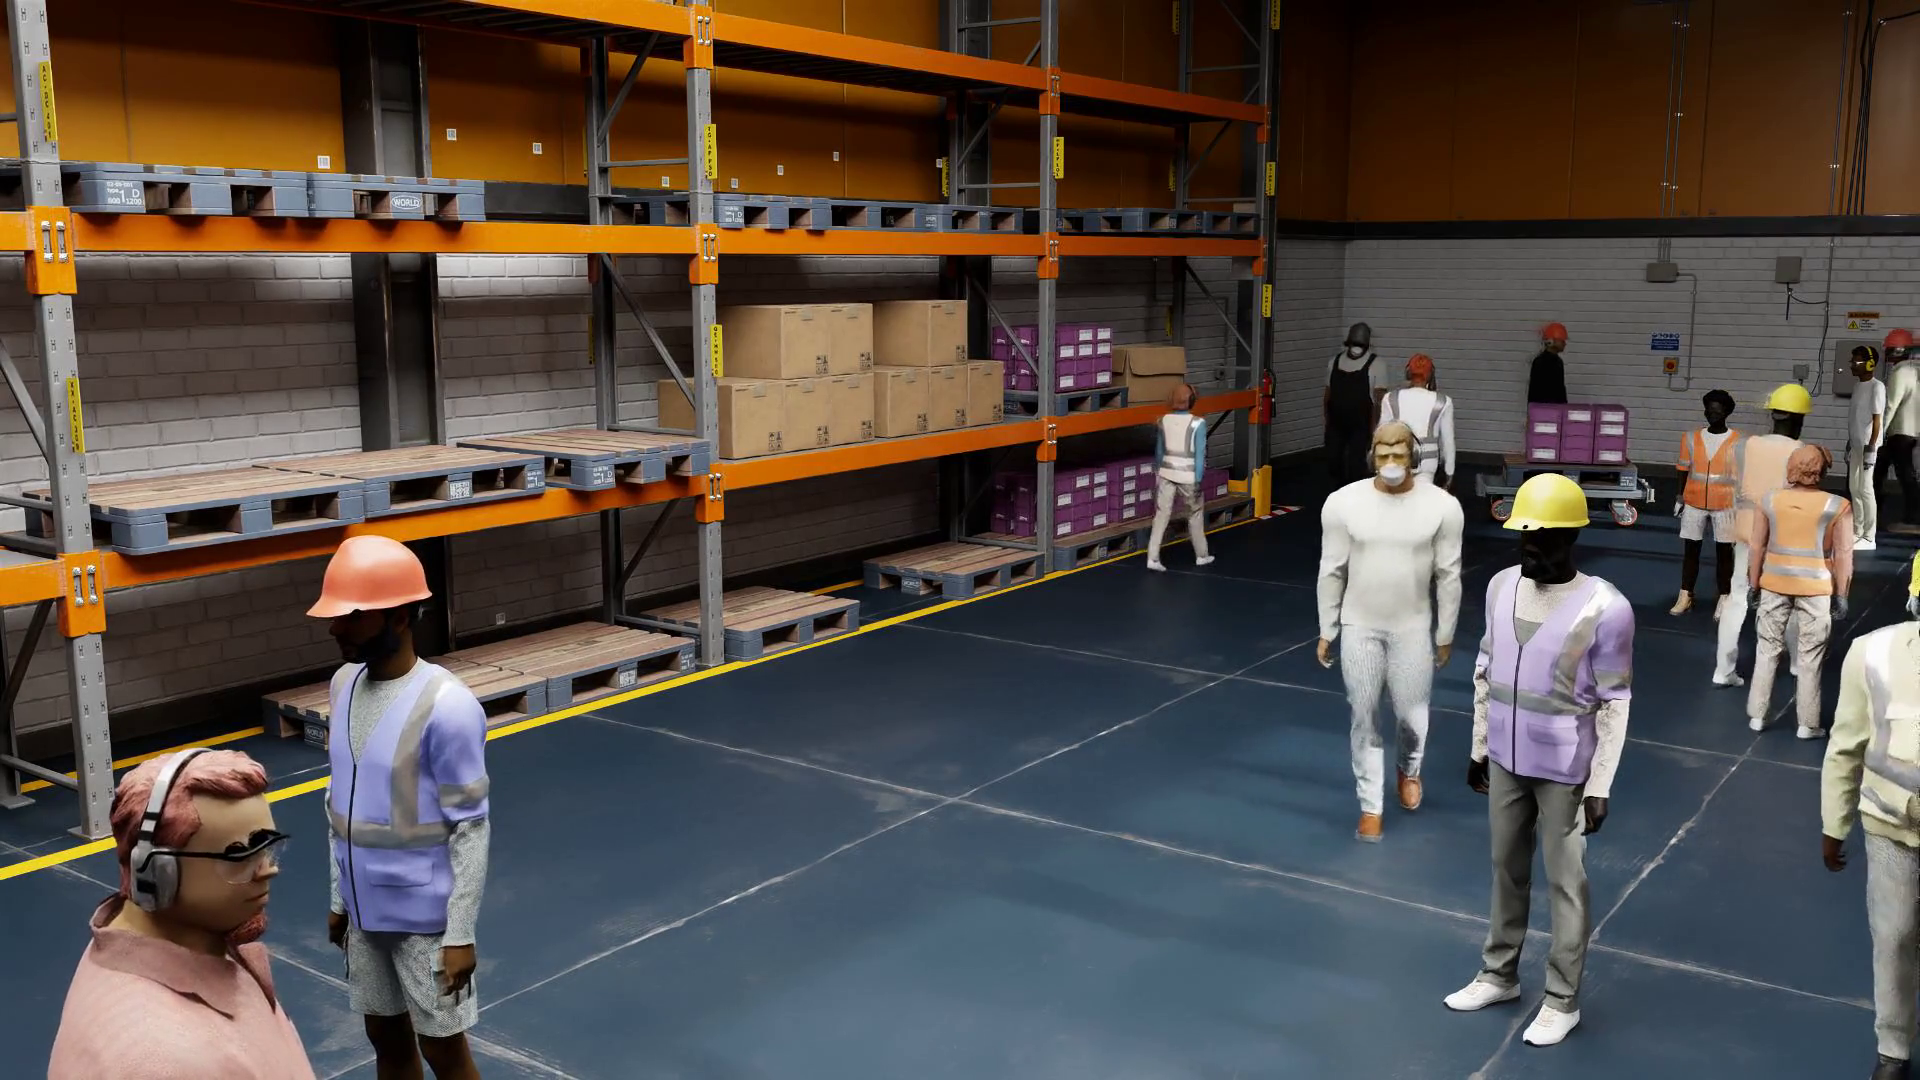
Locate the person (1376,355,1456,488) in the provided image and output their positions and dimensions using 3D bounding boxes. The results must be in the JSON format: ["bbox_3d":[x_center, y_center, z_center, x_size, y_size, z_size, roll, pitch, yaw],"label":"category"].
[{"bbox_3d":[3.788,-0.605,13.790,0.615,1.851,0.873,4,10,20],"label":"person"}]

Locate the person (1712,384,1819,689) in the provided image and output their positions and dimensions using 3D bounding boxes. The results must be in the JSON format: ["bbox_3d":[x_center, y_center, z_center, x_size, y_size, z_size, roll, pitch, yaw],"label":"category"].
[{"bbox_3d":[5.037,-0.025,10.288,0.993,1.875,0.589,-7,12,-38],"label":"person"}]

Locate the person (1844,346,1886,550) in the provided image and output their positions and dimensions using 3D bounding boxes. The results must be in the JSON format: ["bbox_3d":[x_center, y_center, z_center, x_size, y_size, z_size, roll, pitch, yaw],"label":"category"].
[{"bbox_3d":[8.228,-0.838,15.181,0.323,1.862,0.511,1,10,5],"label":"person"}]

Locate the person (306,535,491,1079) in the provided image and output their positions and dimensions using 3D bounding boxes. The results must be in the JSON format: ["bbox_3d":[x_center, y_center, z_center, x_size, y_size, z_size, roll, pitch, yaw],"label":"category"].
[{"bbox_3d":[-1.467,0.943,4.328,0.552,1.937,0.356,6,11,33],"label":"person"}]

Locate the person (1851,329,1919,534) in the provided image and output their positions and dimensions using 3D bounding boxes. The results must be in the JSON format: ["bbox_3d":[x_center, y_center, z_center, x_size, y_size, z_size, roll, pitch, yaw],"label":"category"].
[{"bbox_3d":[8.939,-1.053,16.137,0.933,1.955,0.652,7,12,37],"label":"person"}]

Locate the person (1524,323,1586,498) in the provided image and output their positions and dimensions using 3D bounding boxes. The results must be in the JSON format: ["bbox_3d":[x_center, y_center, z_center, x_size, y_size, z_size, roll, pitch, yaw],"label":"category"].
[{"bbox_3d":[6.510,-1.380,18.130,0.990,1.942,0.647,7,12,38],"label":"person"}]

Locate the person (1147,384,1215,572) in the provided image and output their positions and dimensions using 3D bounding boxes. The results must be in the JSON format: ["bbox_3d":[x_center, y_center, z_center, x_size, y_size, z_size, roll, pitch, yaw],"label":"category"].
[{"bbox_3d":[1.860,-0.527,14.102,0.532,1.592,0.856,8,12,40],"label":"person"}]

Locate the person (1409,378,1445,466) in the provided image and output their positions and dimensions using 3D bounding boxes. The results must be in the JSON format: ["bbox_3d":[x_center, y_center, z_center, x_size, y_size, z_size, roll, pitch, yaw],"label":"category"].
[{"bbox_3d":[4.386,-0.846,15.884,0.515,1.627,0.287,4,10,20],"label":"person"}]

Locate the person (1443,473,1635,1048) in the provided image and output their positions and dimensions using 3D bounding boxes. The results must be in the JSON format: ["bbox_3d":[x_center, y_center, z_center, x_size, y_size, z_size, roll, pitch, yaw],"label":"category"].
[{"bbox_3d":[1.958,0.731,5.620,0.366,1.928,0.584,-6,11,-32],"label":"person"}]

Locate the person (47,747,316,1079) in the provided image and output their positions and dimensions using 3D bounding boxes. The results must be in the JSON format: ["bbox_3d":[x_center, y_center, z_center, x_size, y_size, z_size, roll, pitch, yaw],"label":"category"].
[{"bbox_3d":[-1.148,1.251,2.599,0.399,1.905,0.642,-4,10,-23],"label":"person"}]

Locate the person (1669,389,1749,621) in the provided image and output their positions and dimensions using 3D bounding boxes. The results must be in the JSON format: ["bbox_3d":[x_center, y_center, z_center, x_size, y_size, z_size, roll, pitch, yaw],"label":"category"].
[{"bbox_3d":[5.503,-0.256,12.182,0.541,1.696,0.316,8,12,39],"label":"person"}]

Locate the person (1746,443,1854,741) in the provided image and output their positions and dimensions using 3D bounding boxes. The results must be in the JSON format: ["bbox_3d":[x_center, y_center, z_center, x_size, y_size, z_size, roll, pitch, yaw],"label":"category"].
[{"bbox_3d":[4.597,0.289,9.124,0.529,1.638,0.329,8,12,39],"label":"person"}]

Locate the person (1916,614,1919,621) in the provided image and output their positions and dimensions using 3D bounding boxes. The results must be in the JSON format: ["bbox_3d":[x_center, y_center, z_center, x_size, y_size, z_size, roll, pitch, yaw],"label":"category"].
[{"bbox_3d":[4.900,0.478,8.032,0.482,1.627,0.507,-7,12,-35],"label":"person"}]

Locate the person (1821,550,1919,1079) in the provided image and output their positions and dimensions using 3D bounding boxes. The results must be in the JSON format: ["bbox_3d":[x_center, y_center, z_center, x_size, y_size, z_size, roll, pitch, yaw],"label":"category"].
[{"bbox_3d":[2.976,0.875,5.100,0.620,1.811,0.476,7,12,35],"label":"person"}]

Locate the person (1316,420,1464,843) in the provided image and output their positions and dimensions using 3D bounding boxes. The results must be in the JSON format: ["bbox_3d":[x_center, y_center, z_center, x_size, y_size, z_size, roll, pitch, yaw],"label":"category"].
[{"bbox_3d":[1.957,0.400,7.616,0.633,1.919,0.524,3,10,17],"label":"person"}]

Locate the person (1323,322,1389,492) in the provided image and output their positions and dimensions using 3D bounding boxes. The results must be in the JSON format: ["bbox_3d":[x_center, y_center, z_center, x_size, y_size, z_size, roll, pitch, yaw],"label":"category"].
[{"bbox_3d":[4.057,-1.272,17.213,0.693,2.000,0.540,6,11,33],"label":"person"}]
